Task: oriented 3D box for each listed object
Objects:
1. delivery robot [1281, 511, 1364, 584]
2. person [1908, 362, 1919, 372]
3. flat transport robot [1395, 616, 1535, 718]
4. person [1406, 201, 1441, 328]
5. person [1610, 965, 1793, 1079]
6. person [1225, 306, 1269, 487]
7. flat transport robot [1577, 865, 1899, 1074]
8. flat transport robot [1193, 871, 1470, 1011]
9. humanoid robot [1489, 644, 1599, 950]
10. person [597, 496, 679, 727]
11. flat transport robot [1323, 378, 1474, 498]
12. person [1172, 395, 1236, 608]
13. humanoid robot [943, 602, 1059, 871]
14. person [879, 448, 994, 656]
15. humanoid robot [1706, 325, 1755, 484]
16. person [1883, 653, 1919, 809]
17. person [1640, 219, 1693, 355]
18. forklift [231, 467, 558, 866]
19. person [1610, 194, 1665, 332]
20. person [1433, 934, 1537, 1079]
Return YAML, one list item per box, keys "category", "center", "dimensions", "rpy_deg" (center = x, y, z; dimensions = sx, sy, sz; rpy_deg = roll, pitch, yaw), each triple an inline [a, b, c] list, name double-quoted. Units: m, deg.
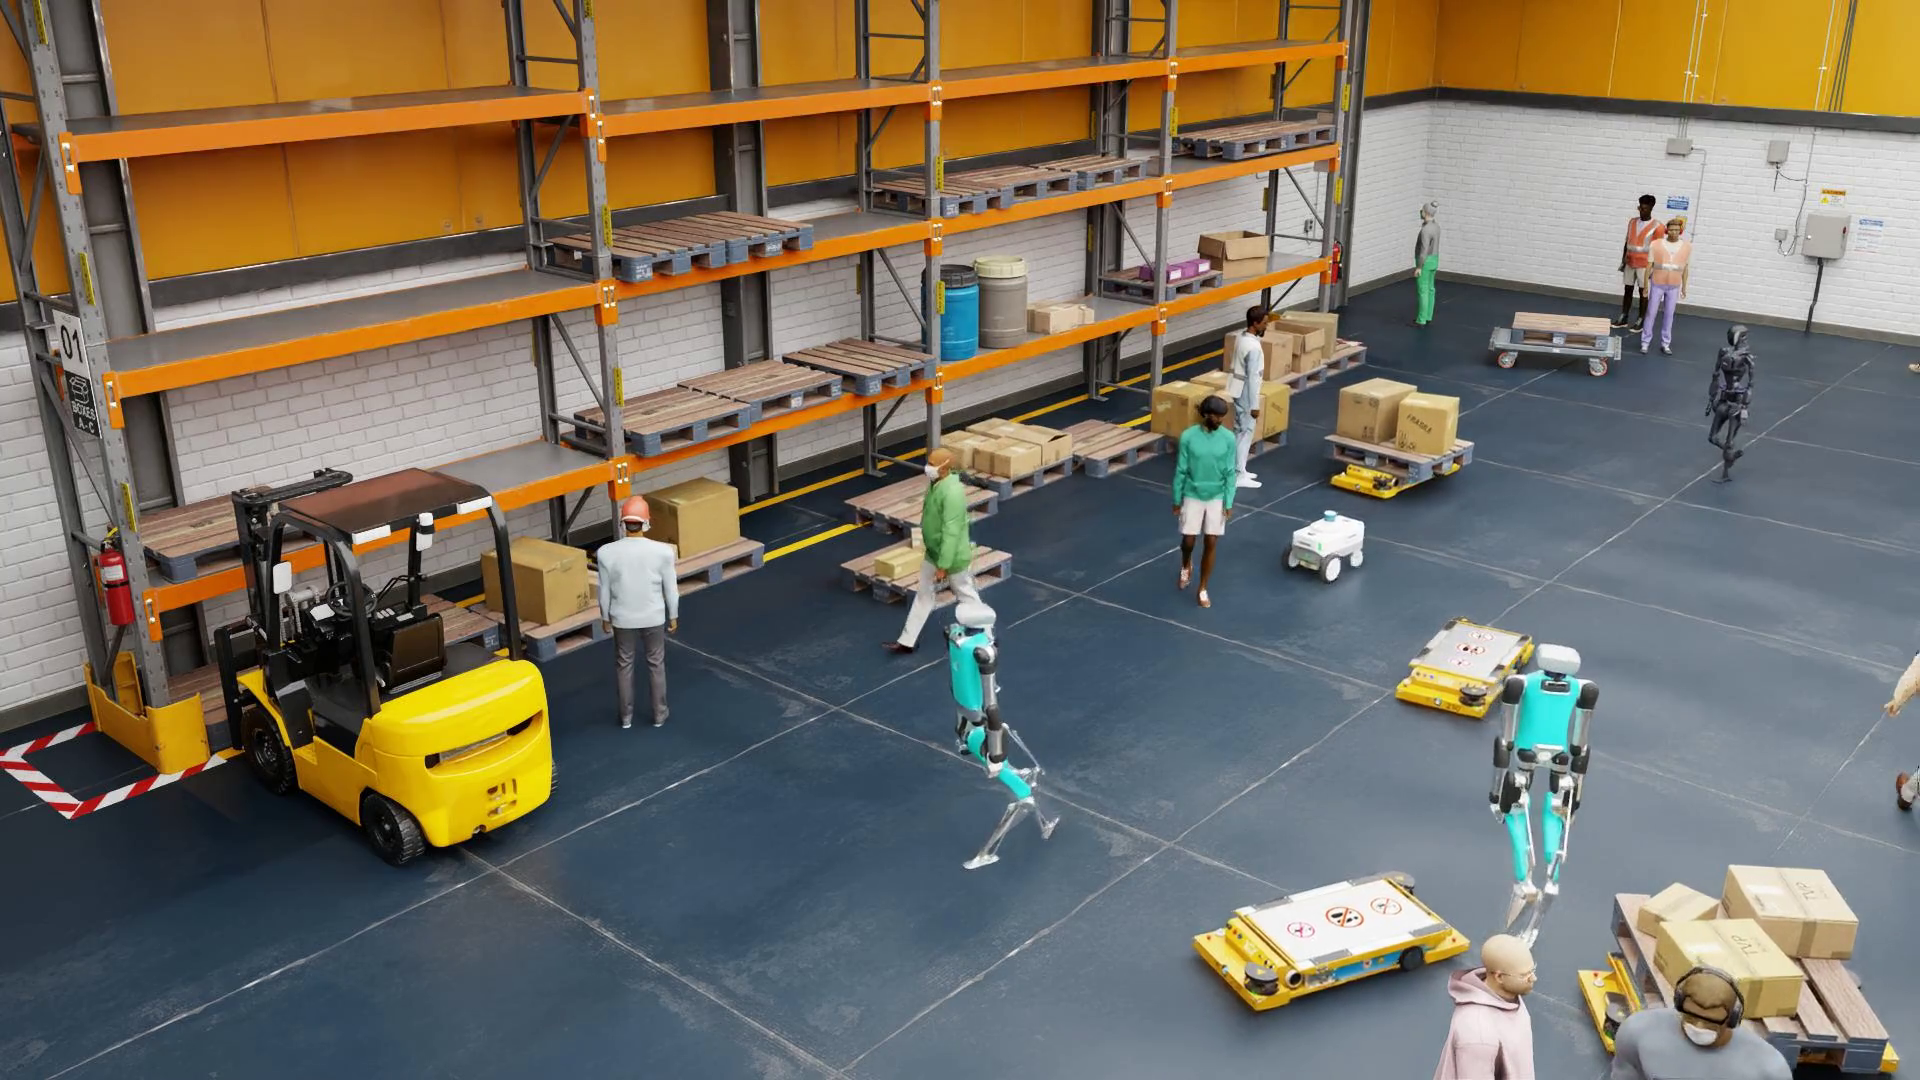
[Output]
- category: "delivery robot"
  center: [3.318, 0.031, 15.035]
  dimensions: [0.768, 0.581, 0.499]
  rpy_deg: [-17, 26, -39]
- category: "person"
  center: [12.682, -2.899, 21.301]
  dimensions: [0.481, 1.726, 0.906]
  rpy_deg: [-8, 22, -21]
- category: "flat transport robot"
  center: [3.943, 0.973, 12.915]
  dimensions: [0.659, 0.231, 1.431]
  rpy_deg: [13, 24, 31]
- category: "person"
  center: [6.755, -4.008, 24.147]
  dimensions: [0.348, 1.839, 0.513]
  rpy_deg: [15, 25, 35]
- category: "person"
  center: [2.733, 2.509, 6.377]
  dimensions: [0.631, 1.908, 0.850]
  rpy_deg: [14, 25, 34]
- category: "person"
  center: [2.965, -1.484, 17.213]
  dimensions: [0.410, 1.909, 0.595]
  rpy_deg: [-1, 20, -4]
- category: "flat transport robot"
  center: [4.086, 2.495, 8.791]
  dimensions: [1.431, 0.231, 0.659]
  rpy_deg: [2, 20, 6]
- category: "flat transport robot"
  center: [2.111, 2.257, 9.437]
  dimensions: [1.431, 0.231, 0.659]
  rpy_deg: [-9, 22, -22]
- category: "humanoid robot"
  center: [3.289, 1.546, 9.295]
  dimensions: [0.576, 1.803, 0.824]
  rpy_deg: [0, 20, -1]
- category: "person"
  center: [-2.314, 0.524, 12.009]
  dimensions: [0.571, 1.738, 0.349]
  rpy_deg: [-3, 20, -9]
- category: "flat transport robot"
  center: [4.607, -0.744, 17.568]
  dimensions: [1.431, 0.231, 0.659]
  rpy_deg: [-18, 27, -40]
- category: "person"
  center: [2.088, -0.352, 14.249]
  dimensions: [0.521, 1.831, 0.512]
  rpy_deg: [1, 20, 2]
- category: "humanoid robot"
  center: [0.354, 1.197, 10.267]
  dimensions: [0.880, 1.823, 0.550]
  rpy_deg: [-10, 23, -25]
- category: "person"
  center: [-0.151, 0.119, 13.113]
  dimensions: [0.951, 1.742, 0.563]
  rpy_deg: [-8, 22, -20]
- category: "humanoid robot"
  center: [8.146, -1.447, 17.439]
  dimensions: [0.493, 1.644, 0.591]
  rpy_deg: [-7, 21, -18]
- category: "person"
  center: [6.264, 1.035, 10.507]
  dimensions: [0.679, 1.820, 0.980]
  rpy_deg: [1, 20, 2]
- category: "person"
  center: [9.588, -3.451, 22.623]
  dimensions: [0.568, 1.844, 0.380]
  rpy_deg: [3, 20, 8]
- category: "forklift"
  center: [-3.730, 0.710, 10.856]
  dimensions: [2.313, 2.155, 1.214]
  rpy_deg: [17, 26, 38]
- category: "person"
  center: [9.753, -3.980, 23.886]
  dimensions: [0.367, 1.966, 0.602]
  rpy_deg: [-12, 23, -29]
- category: "person"
  center: [2.133, 2.399, 6.863]
  dimensions: [0.402, 1.783, 0.524]
  rpy_deg: [10, 22, 25]
